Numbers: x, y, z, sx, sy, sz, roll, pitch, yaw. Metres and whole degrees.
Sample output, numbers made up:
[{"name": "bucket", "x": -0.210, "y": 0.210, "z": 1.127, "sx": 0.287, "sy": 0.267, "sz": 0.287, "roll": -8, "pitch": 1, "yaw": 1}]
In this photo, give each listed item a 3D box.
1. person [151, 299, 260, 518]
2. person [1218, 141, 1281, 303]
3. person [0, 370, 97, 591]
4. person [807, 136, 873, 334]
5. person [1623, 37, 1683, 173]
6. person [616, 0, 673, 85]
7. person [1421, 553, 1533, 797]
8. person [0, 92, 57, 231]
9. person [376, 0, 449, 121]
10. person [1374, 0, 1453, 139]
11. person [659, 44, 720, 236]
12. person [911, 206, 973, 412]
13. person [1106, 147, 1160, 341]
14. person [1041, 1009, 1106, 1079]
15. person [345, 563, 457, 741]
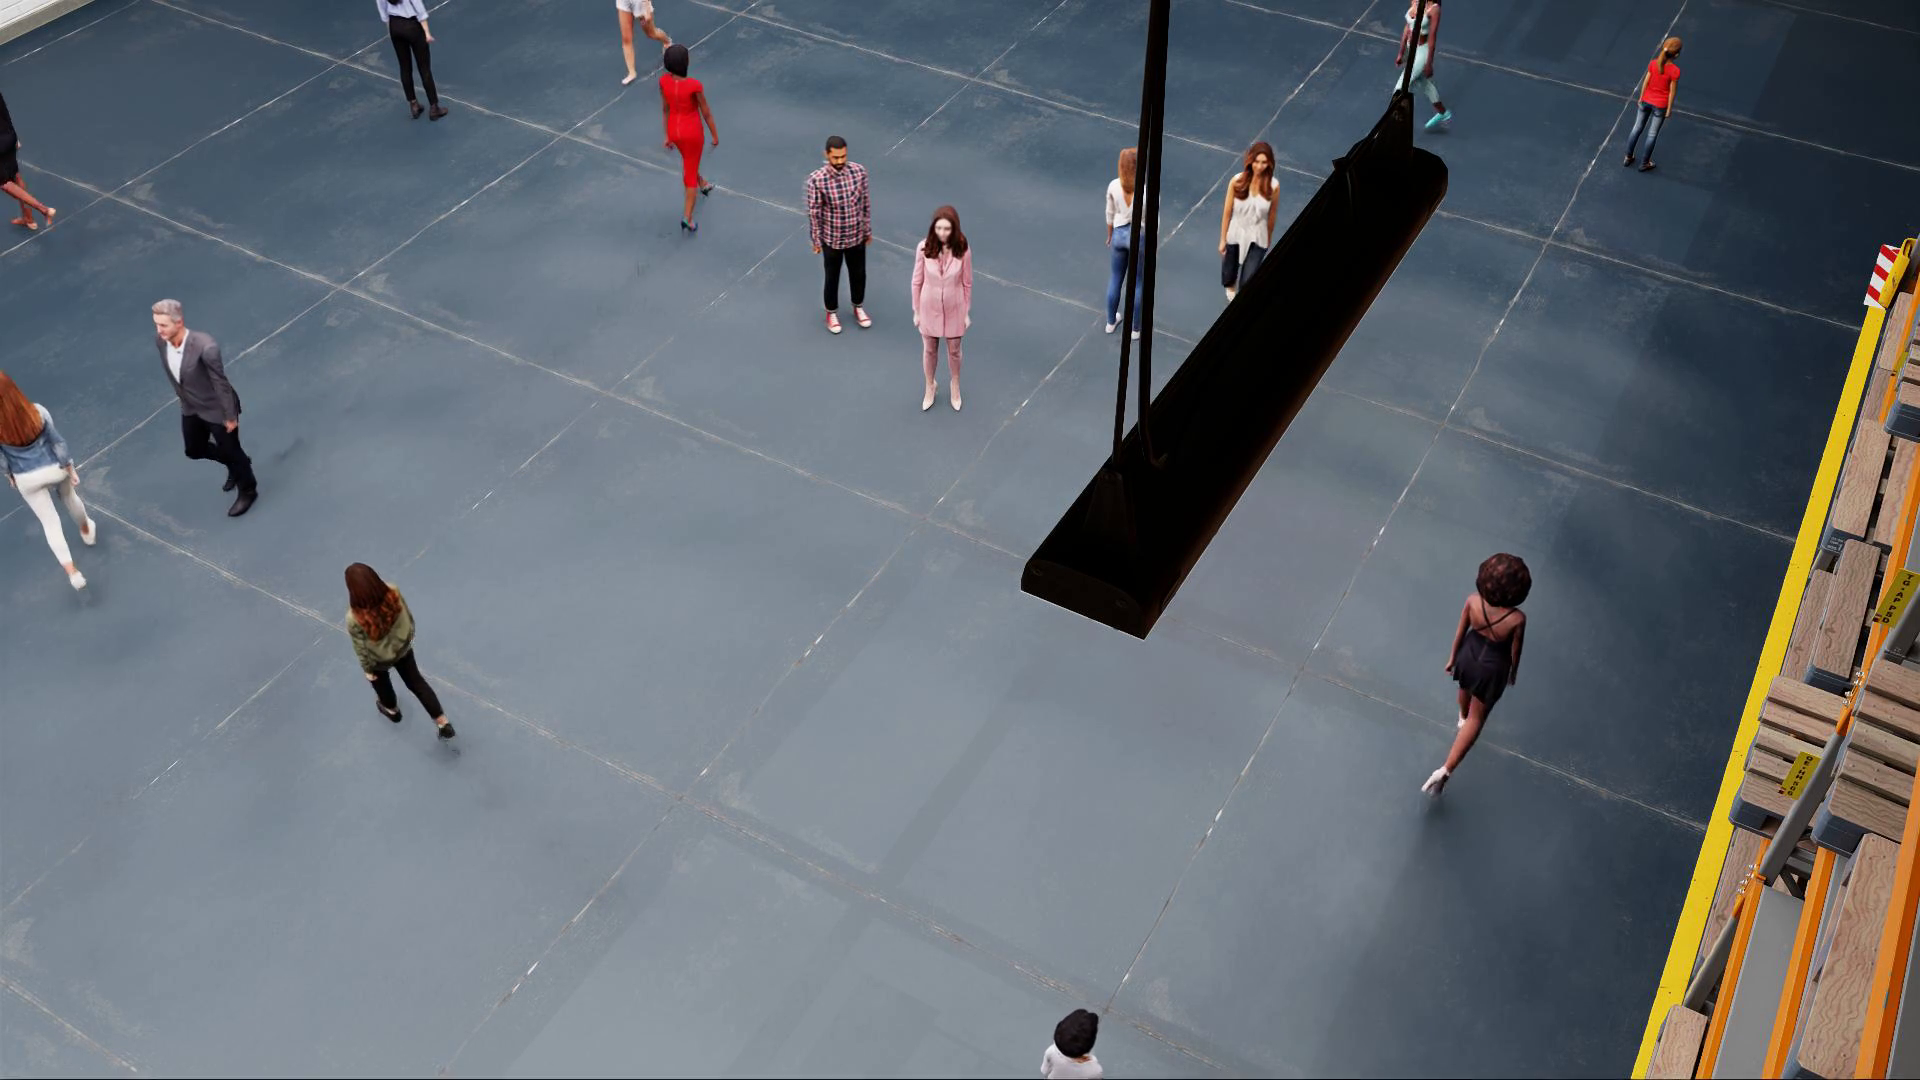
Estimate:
[{"name": "person", "x": -5.355, "y": -1.009, "z": 11.962, "sx": 0.784, "sy": 1.823, "sz": 0.764, "roll": 14, "pitch": 45, "yaw": 14}, {"name": "person", "x": 2.324, "y": -2.476, "z": 13.543, "sx": 0.783, "sy": 1.765, "sz": 1.016, "roll": 6, "pitch": 44, "yaw": 6}, {"name": "person", "x": -6.300, "y": -0.384, "z": 11.418, "sx": 1.120, "sy": 1.669, "sz": 1.035, "roll": -21, "pitch": 48, "yaw": -21}, {"name": "person", "x": -0.957, "y": -2.515, "z": 13.589, "sx": 0.745, "sy": 1.759, "sz": 0.837, "roll": -17, "pitch": 46, "yaw": -17}, {"name": "person", "x": 6.495, "y": -4.085, "z": 15.562, "sx": 0.576, "sy": 1.311, "sz": 0.548, "roll": -31, "pitch": 51, "yaw": -28}, {"name": "person", "x": -3.242, "y": -5.472, "z": 16.821, "sx": 0.581, "sy": 1.582, "sz": 0.996, "roll": 19, "pitch": 47, "yaw": 19}, {"name": "person", "x": 3.123, "y": 0.846, "z": 10.065, "sx": 0.699, "sy": 1.754, "sz": 1.145, "roll": 31, "pitch": 52, "yaw": 28}, {"name": "person", "x": -8.368, "y": -3.436, "z": 14.594, "sx": 0.772, "sy": 1.706, "sz": 0.881, "roll": 14, "pitch": 45, "yaw": 14}, {"name": "person", "x": -5.359, "y": -4.908, "z": 16.113, "sx": 0.695, "sy": 1.743, "sz": 0.629, "roll": 11, "pitch": 45, "yaw": 11}, {"name": "person", "x": 4.426, "y": -4.584, "z": 15.822, "sx": 1.180, "sy": 1.674, "sz": 1.093, "roll": -12, "pitch": 45, "yaw": -12}, {"name": "person", "x": -2.438, "y": -3.484, "z": 14.642, "sx": 0.672, "sy": 1.710, "sz": 1.061, "roll": 14, "pitch": 45, "yaw": 15}, {"name": "person", "x": -0.129, "y": -1.775, "z": 12.781, "sx": 0.685, "sy": 1.803, "sz": 0.674, "roll": 2, "pitch": 44, "yaw": 2}, {"name": "person", "x": 1.387, "y": -2.407, "z": 13.503, "sx": 0.597, "sy": 1.720, "sz": 0.496, "roll": 22, "pitch": 48, "yaw": 21}, {"name": "person", "x": 0.570, "y": 2.783, "z": 8.392, "sx": 0.500, "sy": 1.257, "sz": 0.489, "roll": 18, "pitch": 47, "yaw": 18}, {"name": "person", "x": -3.525, "y": 0.732, "z": 10.402, "sx": 0.757, "sy": 1.454, "sz": 0.940, "roll": 30, "pitch": 51, "yaw": 27}]
